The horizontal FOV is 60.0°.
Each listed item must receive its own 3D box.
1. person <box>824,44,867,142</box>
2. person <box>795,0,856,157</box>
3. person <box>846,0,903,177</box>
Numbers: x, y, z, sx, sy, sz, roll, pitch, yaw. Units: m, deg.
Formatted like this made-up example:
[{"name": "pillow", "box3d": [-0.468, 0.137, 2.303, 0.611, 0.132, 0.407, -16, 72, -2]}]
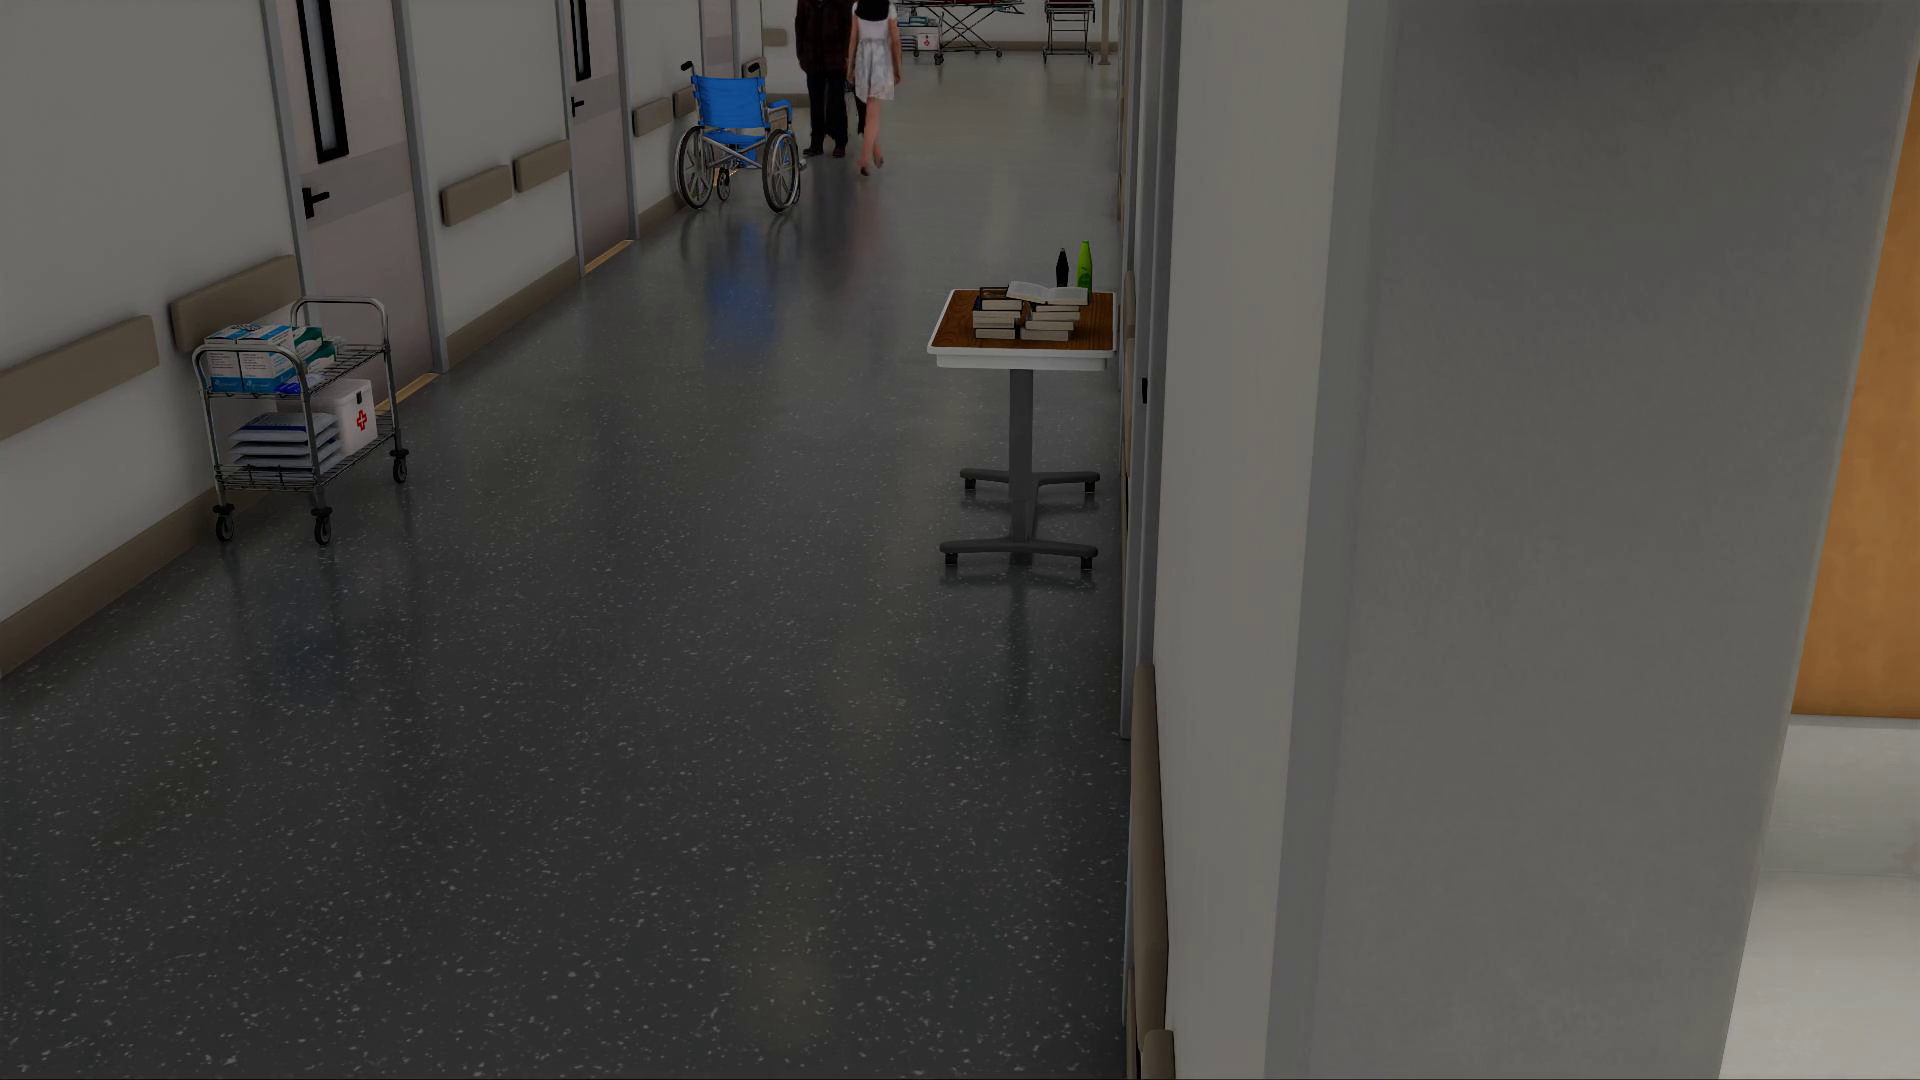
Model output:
[{"name": "person", "box3d": [-1.288, -4.865, 16.648, 0.825, 1.757, 0.805, 5, 21, 14]}, {"name": "person", "box3d": [-1.276, -4.609, 15.846, 0.818, 1.846, 0.757, 7, 22, 17]}, {"name": "person", "box3d": [-0.772, -4.038, 14.480, 0.709, 1.746, 0.957, 5, 21, 13]}]
